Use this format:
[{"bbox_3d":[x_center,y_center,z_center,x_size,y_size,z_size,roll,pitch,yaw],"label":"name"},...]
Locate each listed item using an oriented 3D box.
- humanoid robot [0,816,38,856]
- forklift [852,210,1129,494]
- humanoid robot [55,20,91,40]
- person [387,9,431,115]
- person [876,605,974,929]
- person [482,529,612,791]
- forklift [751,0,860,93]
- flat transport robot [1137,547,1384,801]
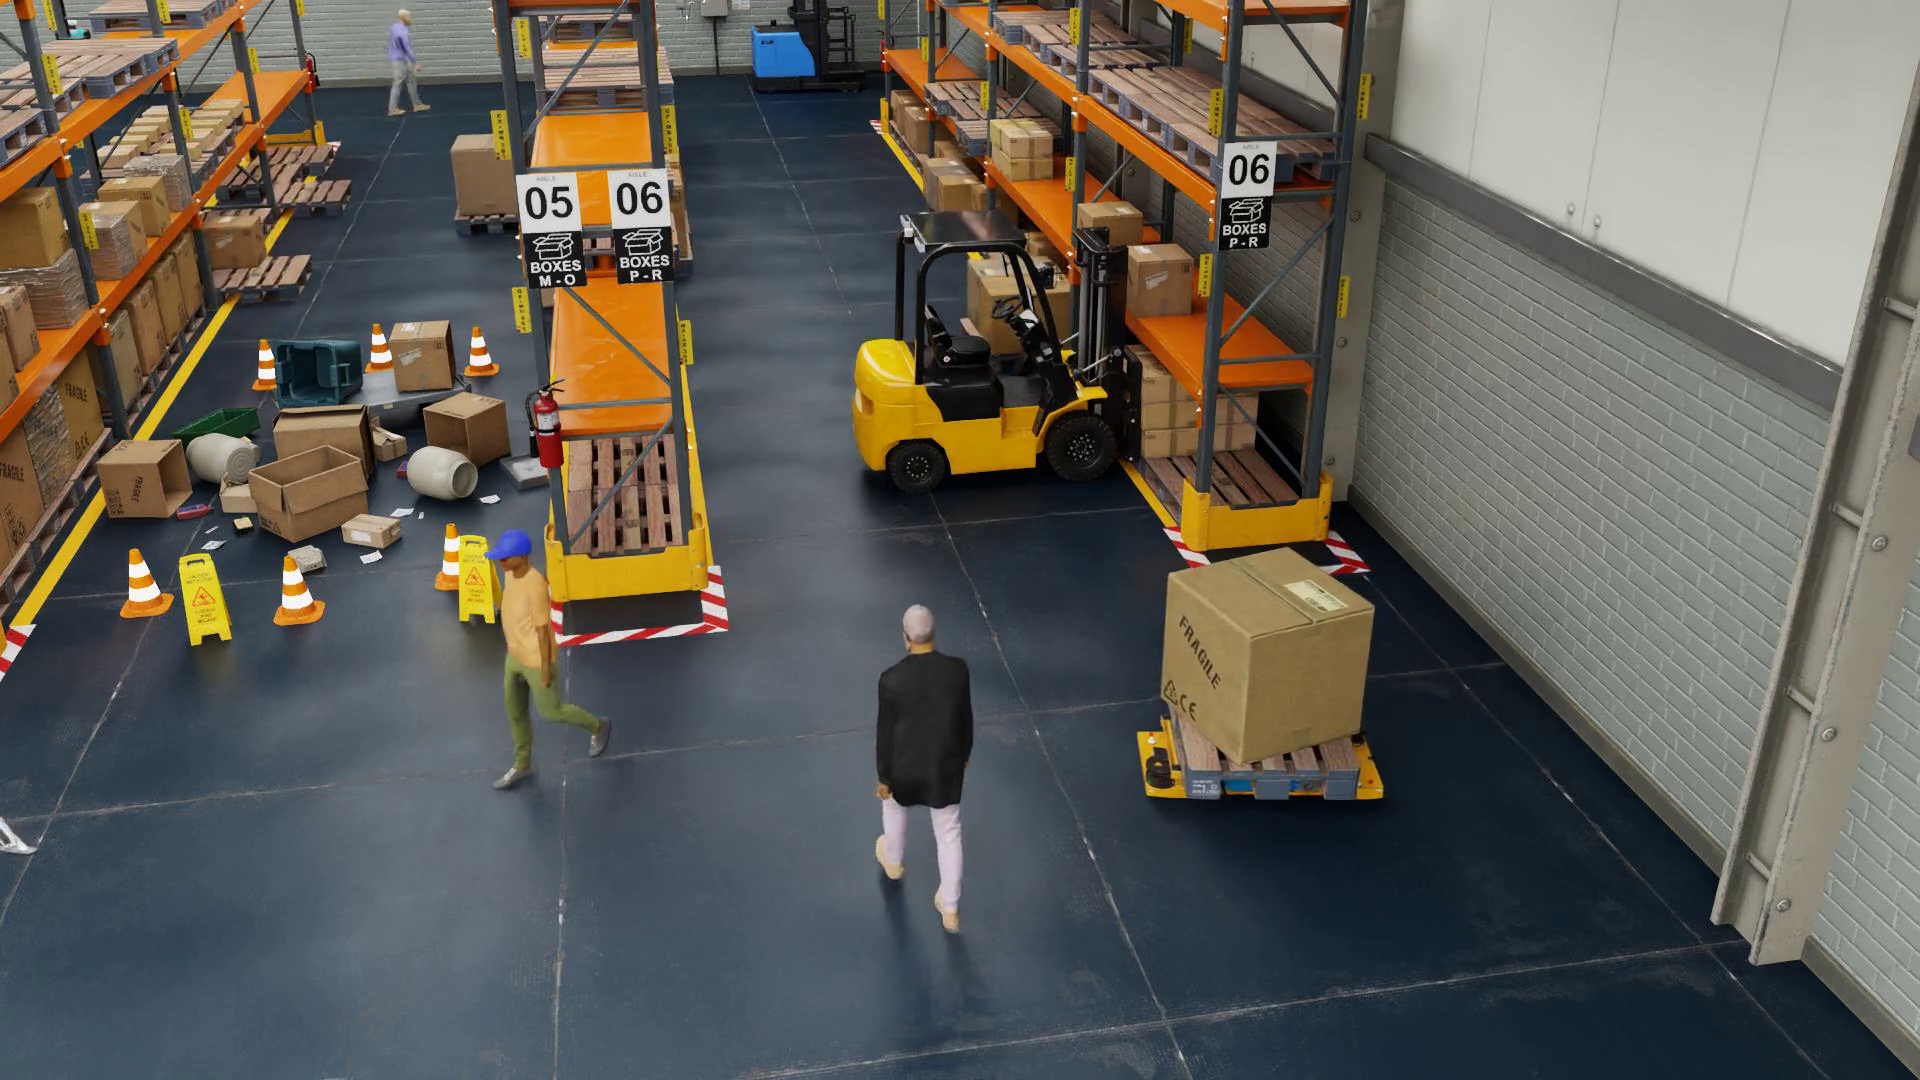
[{"bbox_3d":[-5.778,1.029,9.313,0.832,1.792,0.541,12,28,23],"label":"humanoid robot"},{"bbox_3d":[0.216,-1.659,14.366,2.313,2.155,1.214,-5,26,-10],"label":"forklift"},{"bbox_3d":[-14.676,-7.748,27.634,0.535,1.832,0.748,-22,33,-38],"label":"humanoid robot"},{"bbox_3d":[-9.490,-8.161,28.422,0.836,1.737,0.603,-15,30,-29],"label":"person"},{"bbox_3d":[-0.221,1.138,8.952,0.560,1.825,0.849,-8,27,-16],"label":"person"},{"bbox_3d":[-2.538,0.686,10.050,0.722,1.688,0.454,-22,34,-38],"label":"person"},{"bbox_3d":[-2.872,-9.679,30.288,1.873,2.768,1.129,-5,26,-10],"label":"forklift"},{"bbox_3d":[1.846,1.350,10.317,1.431,0.231,0.659,0,26,1],"label":"flat transport robot"}]
